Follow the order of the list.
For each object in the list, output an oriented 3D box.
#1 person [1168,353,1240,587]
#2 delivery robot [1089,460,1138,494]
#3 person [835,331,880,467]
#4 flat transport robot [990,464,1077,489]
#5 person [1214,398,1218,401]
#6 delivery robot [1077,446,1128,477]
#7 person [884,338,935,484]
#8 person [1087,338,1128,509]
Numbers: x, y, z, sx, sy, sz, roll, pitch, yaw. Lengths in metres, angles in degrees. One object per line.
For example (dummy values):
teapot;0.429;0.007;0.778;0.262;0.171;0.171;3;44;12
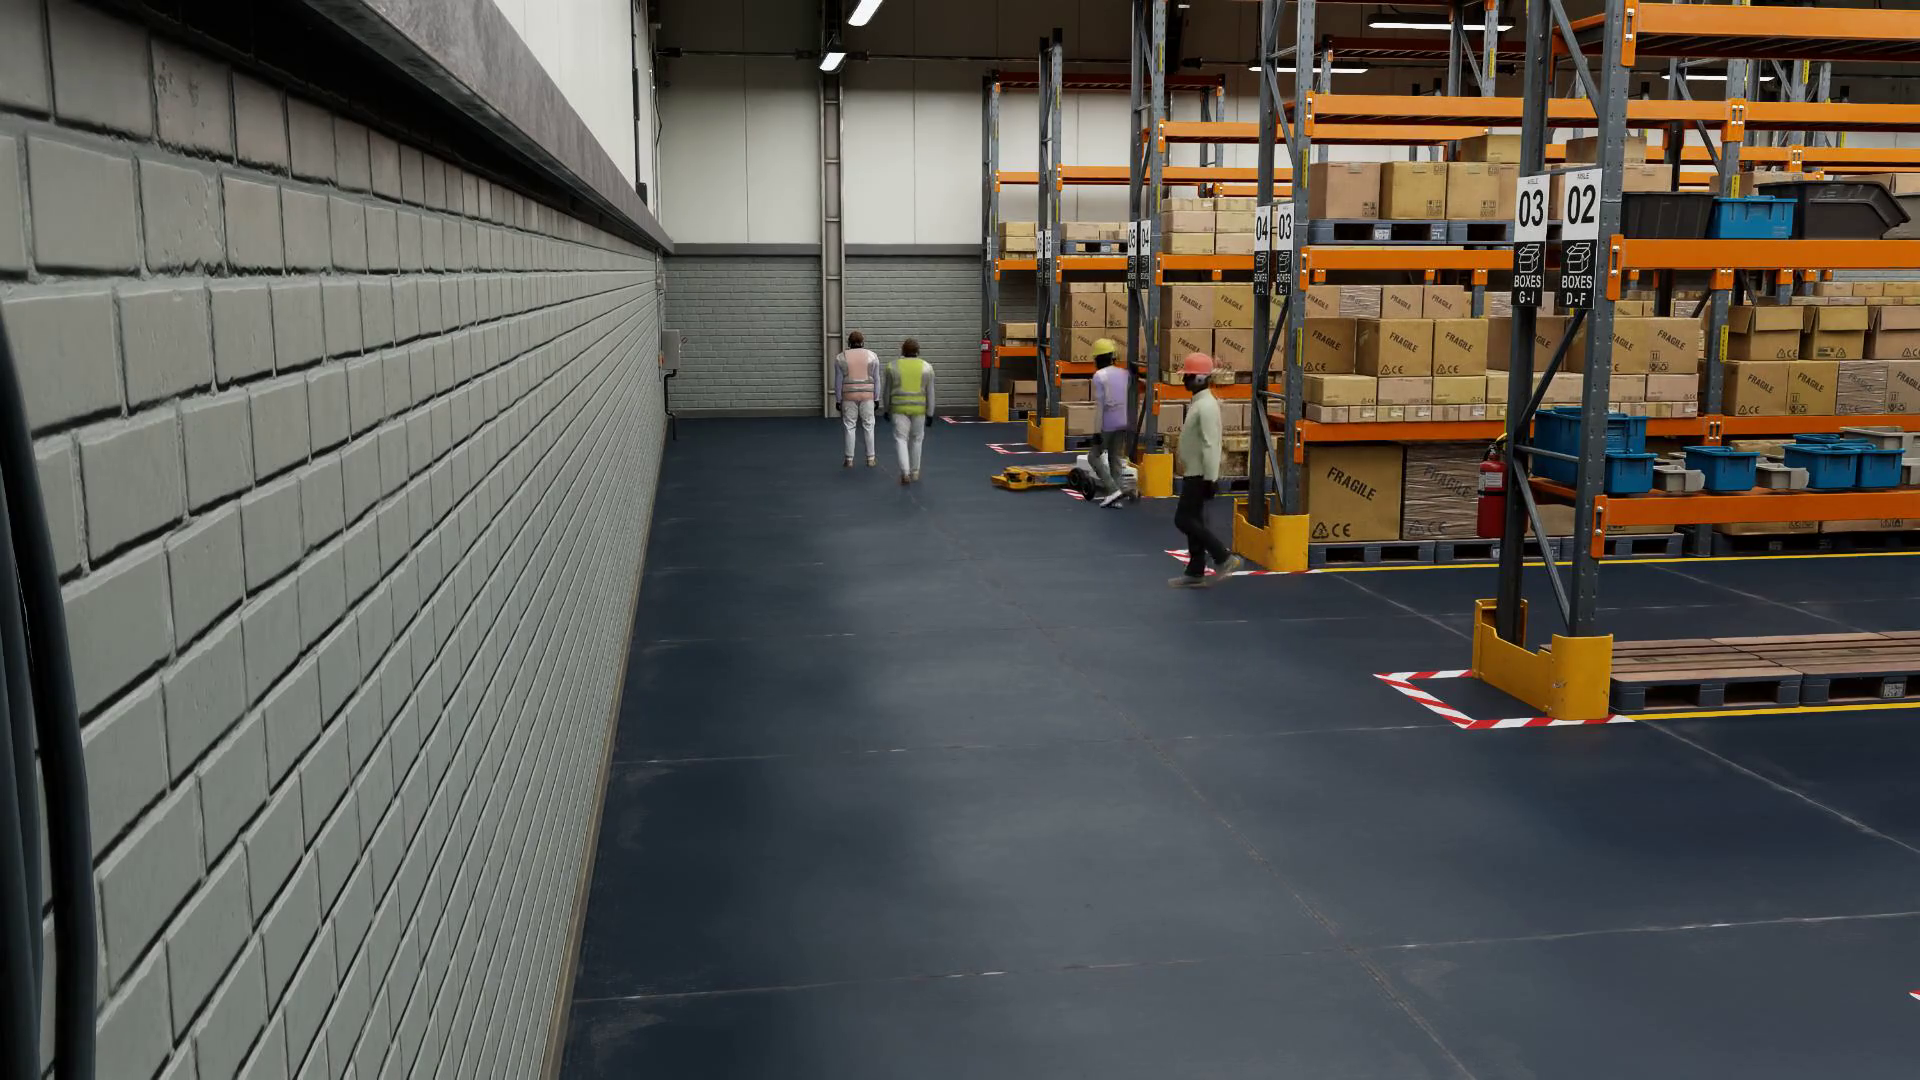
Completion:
person;2.008;-0.567;13.831;0.496;1.978;0.620;1;9;6
delivery robot;1.758;-0.750;19.055;0.477;0.478;0.707;-3;10;-19
person;-1.390;-1.904;22.521;0.621;1.839;0.429;-1;9;-8
flat transport robot;1.157;-0.797;20.504;1.431;0.197;0.652;-3;10;-20
person;2.989;-1.593;20.540;0.332;1.860;0.511;-5;10;-27
delivery robot;1.707;-0.888;19.909;0.477;0.478;0.707;-5;11;-29
person;-0.634;-1.610;20.767;0.631;1.817;0.807;-1;9;-9
person;1.645;-1.285;18.496;0.424;1.903;0.619;9;13;44
